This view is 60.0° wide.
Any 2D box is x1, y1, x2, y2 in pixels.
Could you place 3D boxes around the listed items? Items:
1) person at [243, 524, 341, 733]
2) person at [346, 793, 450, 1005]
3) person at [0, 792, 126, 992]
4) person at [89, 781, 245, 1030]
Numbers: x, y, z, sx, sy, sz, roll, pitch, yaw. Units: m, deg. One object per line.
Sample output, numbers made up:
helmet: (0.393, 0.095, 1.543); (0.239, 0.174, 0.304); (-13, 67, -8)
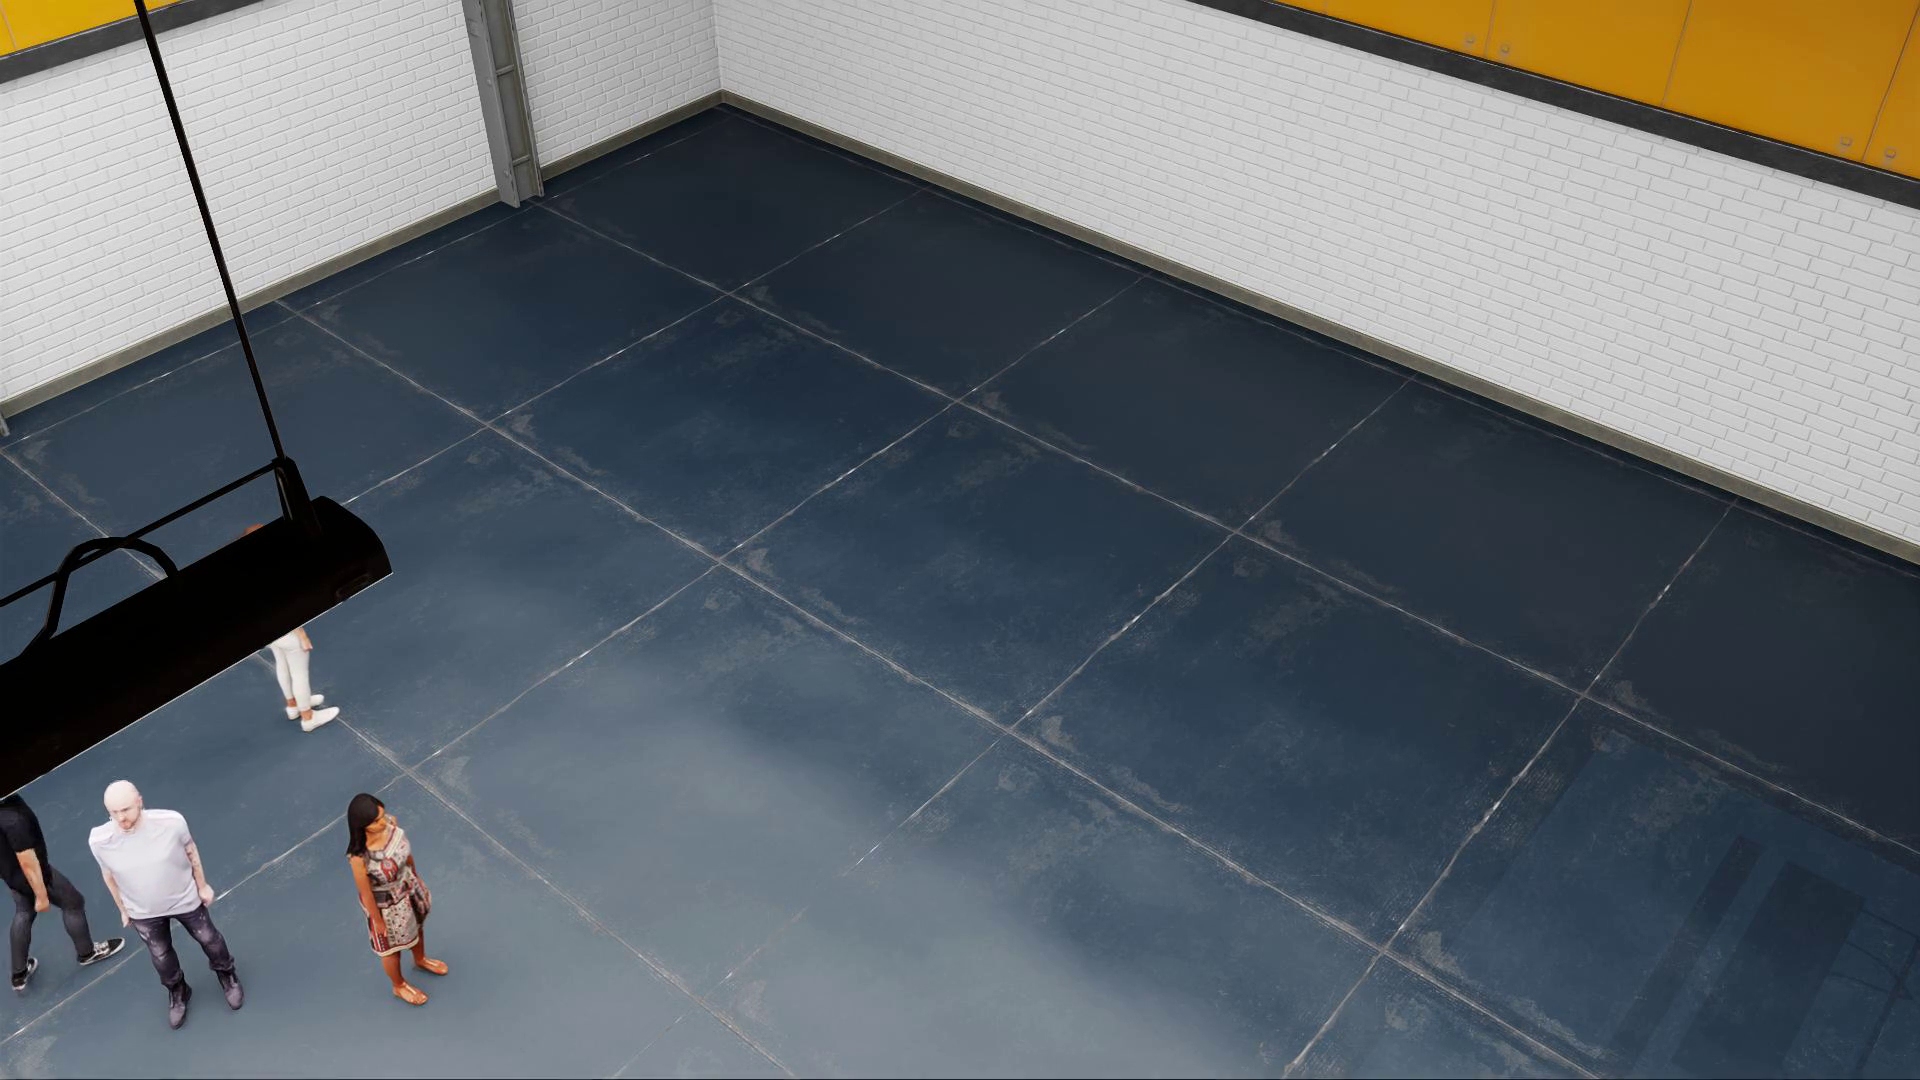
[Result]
person: (-4.682, 0.605, 11.467); (0.564, 1.718, 0.508); (26, 45, 29)
person: (-3.324, 2.060, 9.704); (0.784, 1.644, 0.626); (10, 40, 12)
person: (-5.518, 1.949, 9.721); (0.625, 1.796, 0.834); (25, 45, 28)
person: (-4.573, 2.051, 9.564); (0.697, 1.832, 0.813); (-13, 41, -16)
